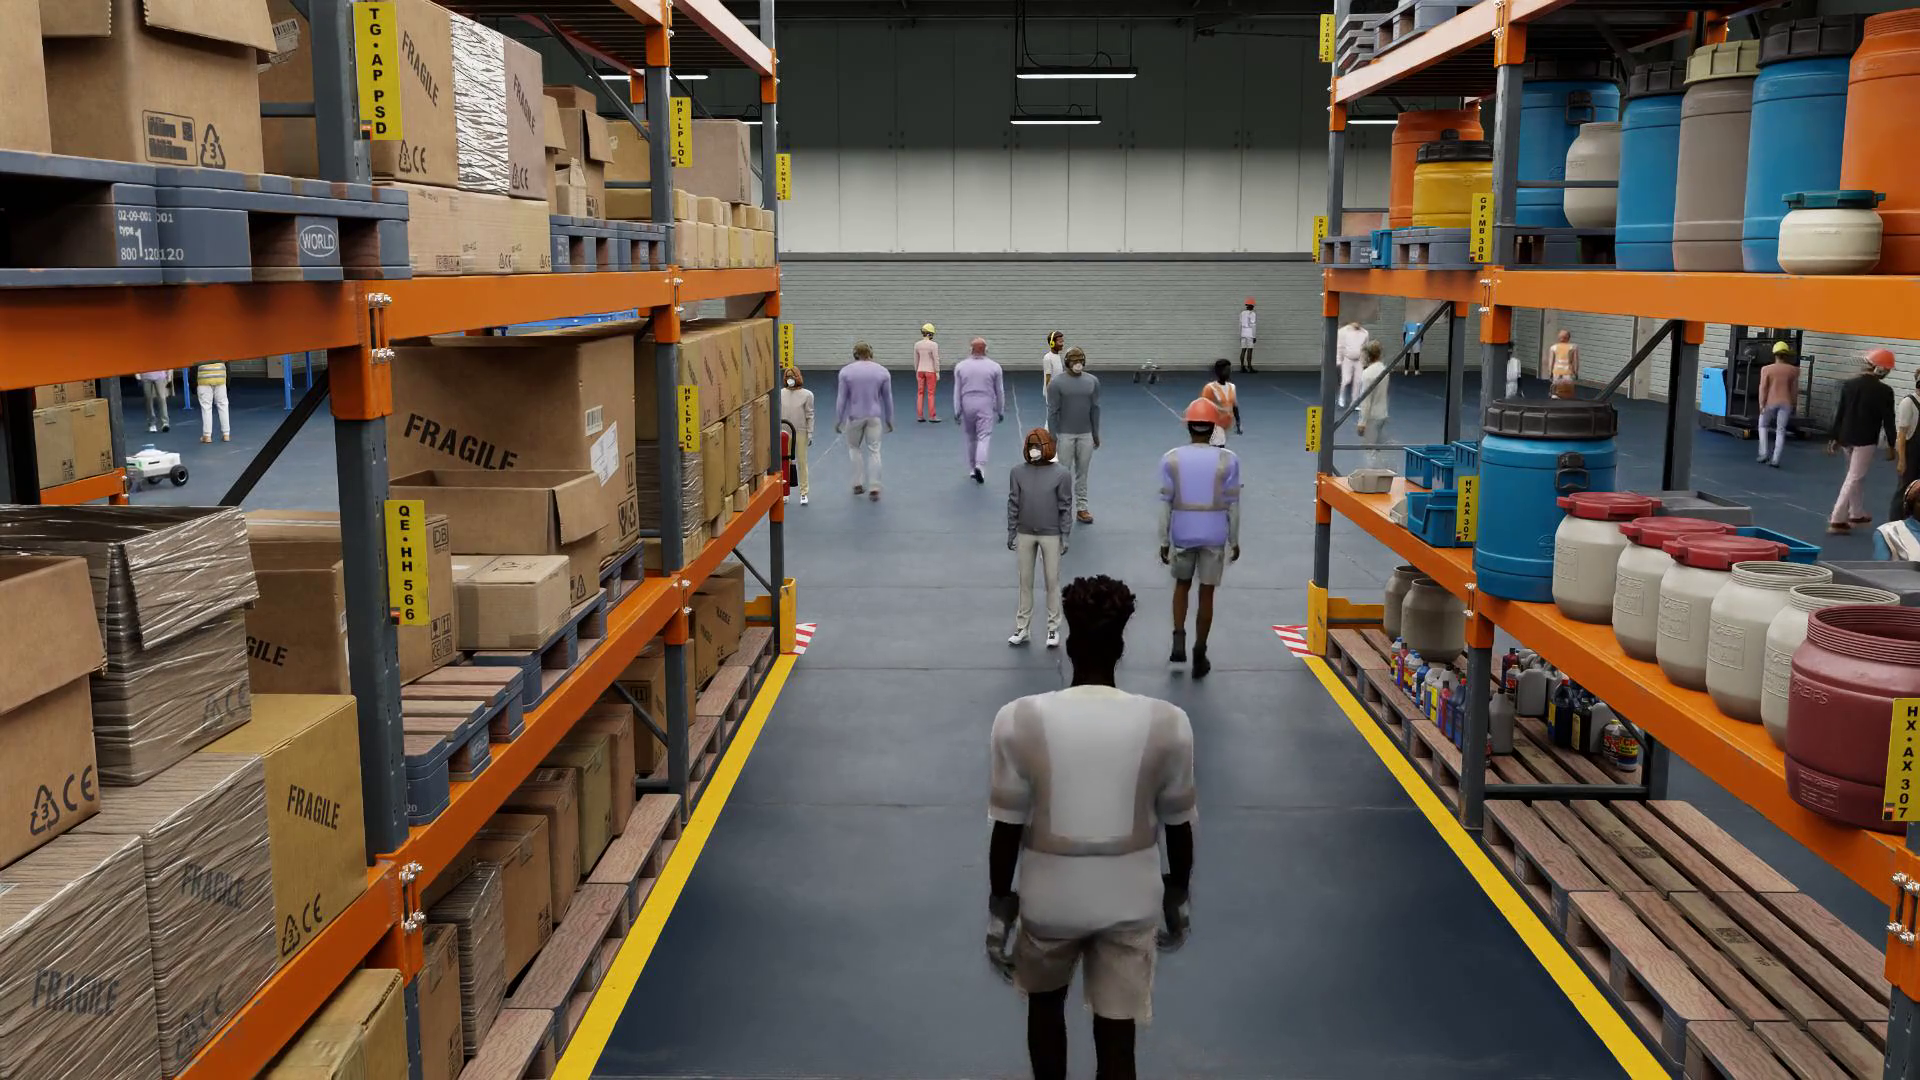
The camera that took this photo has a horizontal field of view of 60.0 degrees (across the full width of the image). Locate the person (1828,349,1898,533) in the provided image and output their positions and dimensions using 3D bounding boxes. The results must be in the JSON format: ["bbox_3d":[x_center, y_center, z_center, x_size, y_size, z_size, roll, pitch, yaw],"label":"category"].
[{"bbox_3d":[9.602,-1.041,17.550,0.856,1.946,0.637,-3,10,-18],"label":"person"}]

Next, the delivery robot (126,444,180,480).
[{"bbox_3d":[-10.301,-0.976,21.180,0.477,0.478,0.707,3,10,19],"label":"delivery robot"}]

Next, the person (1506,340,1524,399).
[{"bbox_3d":[8.504,-2.318,26.032,0.528,1.668,0.811,-4,10,-24],"label":"person"}]

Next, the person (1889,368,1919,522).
[{"bbox_3d":[9.484,-0.810,16.505,0.505,1.841,0.331,-5,11,-27],"label":"person"}]

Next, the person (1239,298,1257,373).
[{"bbox_3d":[7.476,-5.297,43.080,0.372,1.939,0.544,-6,11,-32],"label":"person"}]

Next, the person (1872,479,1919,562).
[{"bbox_3d":[5.444,0.456,9.510,0.523,1.639,0.306,1,9,4],"label":"person"}]

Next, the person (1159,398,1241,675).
[{"bbox_3d":[1.672,-0.028,11.598,0.551,1.917,0.438,3,10,17],"label":"person"}]

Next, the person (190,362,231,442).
[{"bbox_3d":[-11.970,-2.489,26.567,0.624,1.840,0.429,-8,12,-40],"label":"person"}]

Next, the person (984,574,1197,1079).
[{"bbox_3d":[0.388,1.051,5.048,0.631,1.936,0.760,0,9,0],"label":"person"}]

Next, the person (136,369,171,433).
[{"bbox_3d":[-13.483,-2.715,27.810,0.589,1.866,1.024,-5,11,-29],"label":"person"}]

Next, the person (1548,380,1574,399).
[{"bbox_3d":[6.318,-0.877,17.556,0.375,1.618,0.522,-5,11,-29],"label":"person"}]

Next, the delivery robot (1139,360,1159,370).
[{"bbox_3d":[4.501,-4.180,39.594,0.335,0.223,0.698,6,12,34],"label":"delivery robot"}]

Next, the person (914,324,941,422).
[{"bbox_3d":[-0.580,-2.991,29.812,0.524,1.760,0.327,6,11,34],"label":"person"}]

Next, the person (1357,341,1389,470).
[{"bbox_3d":[4.994,-1.446,20.133,0.346,1.916,0.686,6,11,33],"label":"person"}]

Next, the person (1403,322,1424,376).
[{"bbox_3d":[11.470,-5.011,42.081,0.540,1.697,0.317,6,11,31],"label":"person"}]

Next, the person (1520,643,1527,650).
[{"bbox_3d":[4.251,0.004,11.735,0.613,1.810,0.882,-2,10,-12],"label":"person"}]

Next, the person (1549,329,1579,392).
[{"bbox_3d":[11.119,-3.073,30.677,0.532,1.623,0.497,7,11,34],"label":"person"}]

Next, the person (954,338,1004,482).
[{"bbox_3d":[0.242,-1.720,21.878,0.656,1.874,0.921,2,10,9],"label":"person"}]

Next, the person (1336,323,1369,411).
[{"bbox_3d":[7.589,-3.443,32.103,0.672,1.891,0.451,-1,10,-8],"label":"person"}]

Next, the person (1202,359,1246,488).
[{"bbox_3d":[3.285,-1.414,20.669,0.553,1.646,0.884,-8,12,-39],"label":"person"}]

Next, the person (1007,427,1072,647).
[{"bbox_3d":[0.587,-0.027,12.425,0.504,1.633,0.279,4,10,20],"label":"person"}]

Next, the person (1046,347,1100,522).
[{"bbox_3d":[1.248,-1.156,18.298,0.625,1.935,0.370,-4,10,-23],"label":"person"}]

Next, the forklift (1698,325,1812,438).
[{"bbox_3d":[13.248,-3.165,27.620,1.129,2.768,1.873,0,9,1],"label":"forklift"}]

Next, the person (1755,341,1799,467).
[{"bbox_3d":[11.464,-1.915,23.384,0.541,1.739,0.666,1,10,8],"label":"person"}]

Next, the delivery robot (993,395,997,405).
[{"bbox_3d":[0.471,-2.816,32.199,0.707,0.478,0.477,8,13,41],"label":"delivery robot"}]

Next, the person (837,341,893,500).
[{"bbox_3d":[-1.163,-1.466,20.246,0.680,1.897,0.825,-2,10,-10],"label":"person"}]

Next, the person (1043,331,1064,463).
[{"bbox_3d":[1.362,-2.051,23.841,0.328,1.872,0.513,3,10,19],"label":"person"}]

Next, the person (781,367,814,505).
[{"bbox_3d":[-1.975,-1.242,19.701,0.500,1.633,0.285,1,10,7],"label":"person"}]
